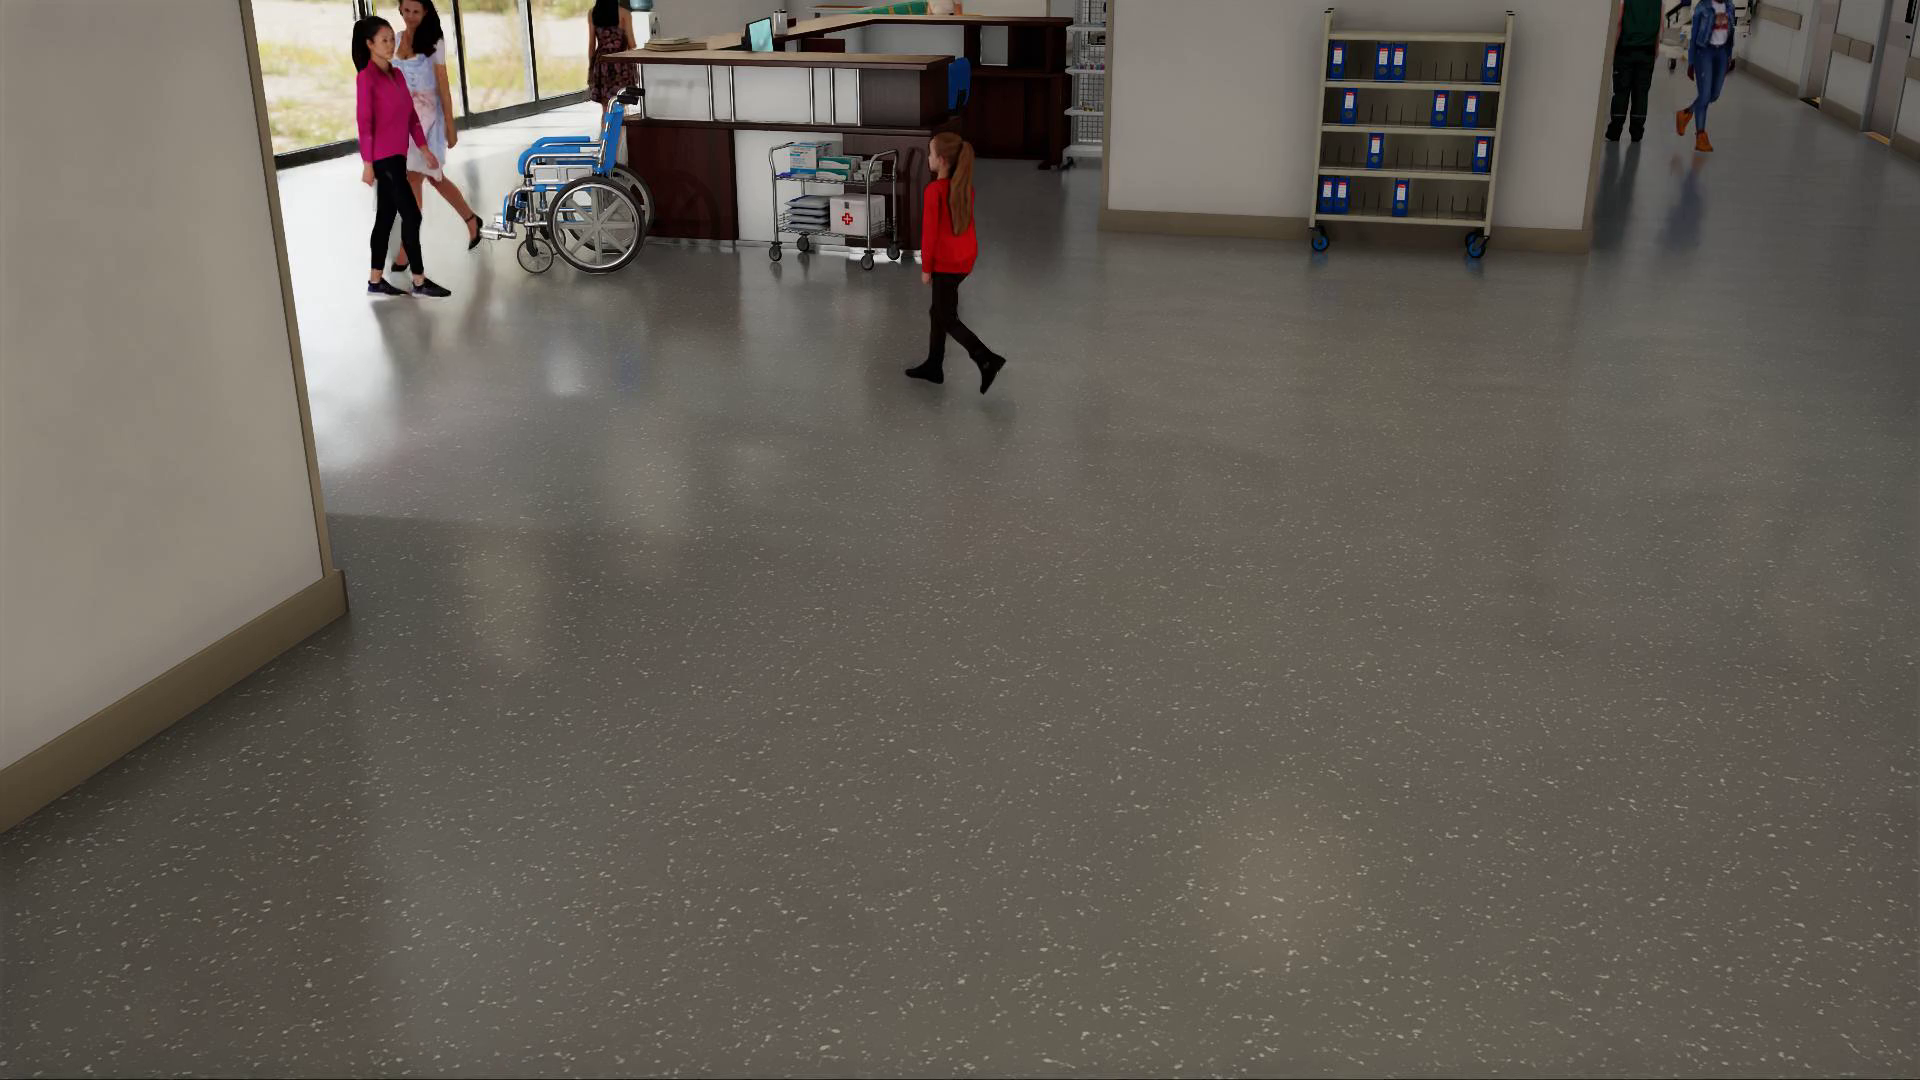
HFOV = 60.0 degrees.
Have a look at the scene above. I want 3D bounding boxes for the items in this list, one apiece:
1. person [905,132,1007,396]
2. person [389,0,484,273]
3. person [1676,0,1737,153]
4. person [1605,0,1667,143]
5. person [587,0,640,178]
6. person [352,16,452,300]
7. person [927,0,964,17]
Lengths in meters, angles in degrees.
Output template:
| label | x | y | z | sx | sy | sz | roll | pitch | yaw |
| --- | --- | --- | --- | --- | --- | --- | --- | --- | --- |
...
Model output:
| label | x | y | z | sx | sy | sz | roll | pitch | yaw |
| --- | --- | --- | --- | --- | --- | --- | --- | --- | --- |
| person | -0.017 | -1.339 | 8.180 | 0.923 | 1.264 | 0.663 | 13 | 24 | 31 |
| person | -3.514 | -2.693 | 11.060 | 1.132 | 1.757 | 0.790 | 9 | 23 | 23 |
| person | 7.441 | -4.770 | 16.638 | 1.051 | 1.691 | 0.953 | -3 | 21 | -9 |
| person | 7.024 | -5.099 | 17.291 | 0.509 | 1.843 | 0.694 | 5 | 21 | 13 |
| person | -3.114 | -4.128 | 14.836 | 0.694 | 1.766 | 0.736 | 2 | 21 | 5 |
| person | -3.562 | -2.294 | 10.122 | 0.839 | 1.675 | 0.623 | 3 | 21 | 9 |
| person | -0.162 | -5.548 | 18.598 | 0.568 | 1.756 | 0.738 | 12 | 24 | 29 |
